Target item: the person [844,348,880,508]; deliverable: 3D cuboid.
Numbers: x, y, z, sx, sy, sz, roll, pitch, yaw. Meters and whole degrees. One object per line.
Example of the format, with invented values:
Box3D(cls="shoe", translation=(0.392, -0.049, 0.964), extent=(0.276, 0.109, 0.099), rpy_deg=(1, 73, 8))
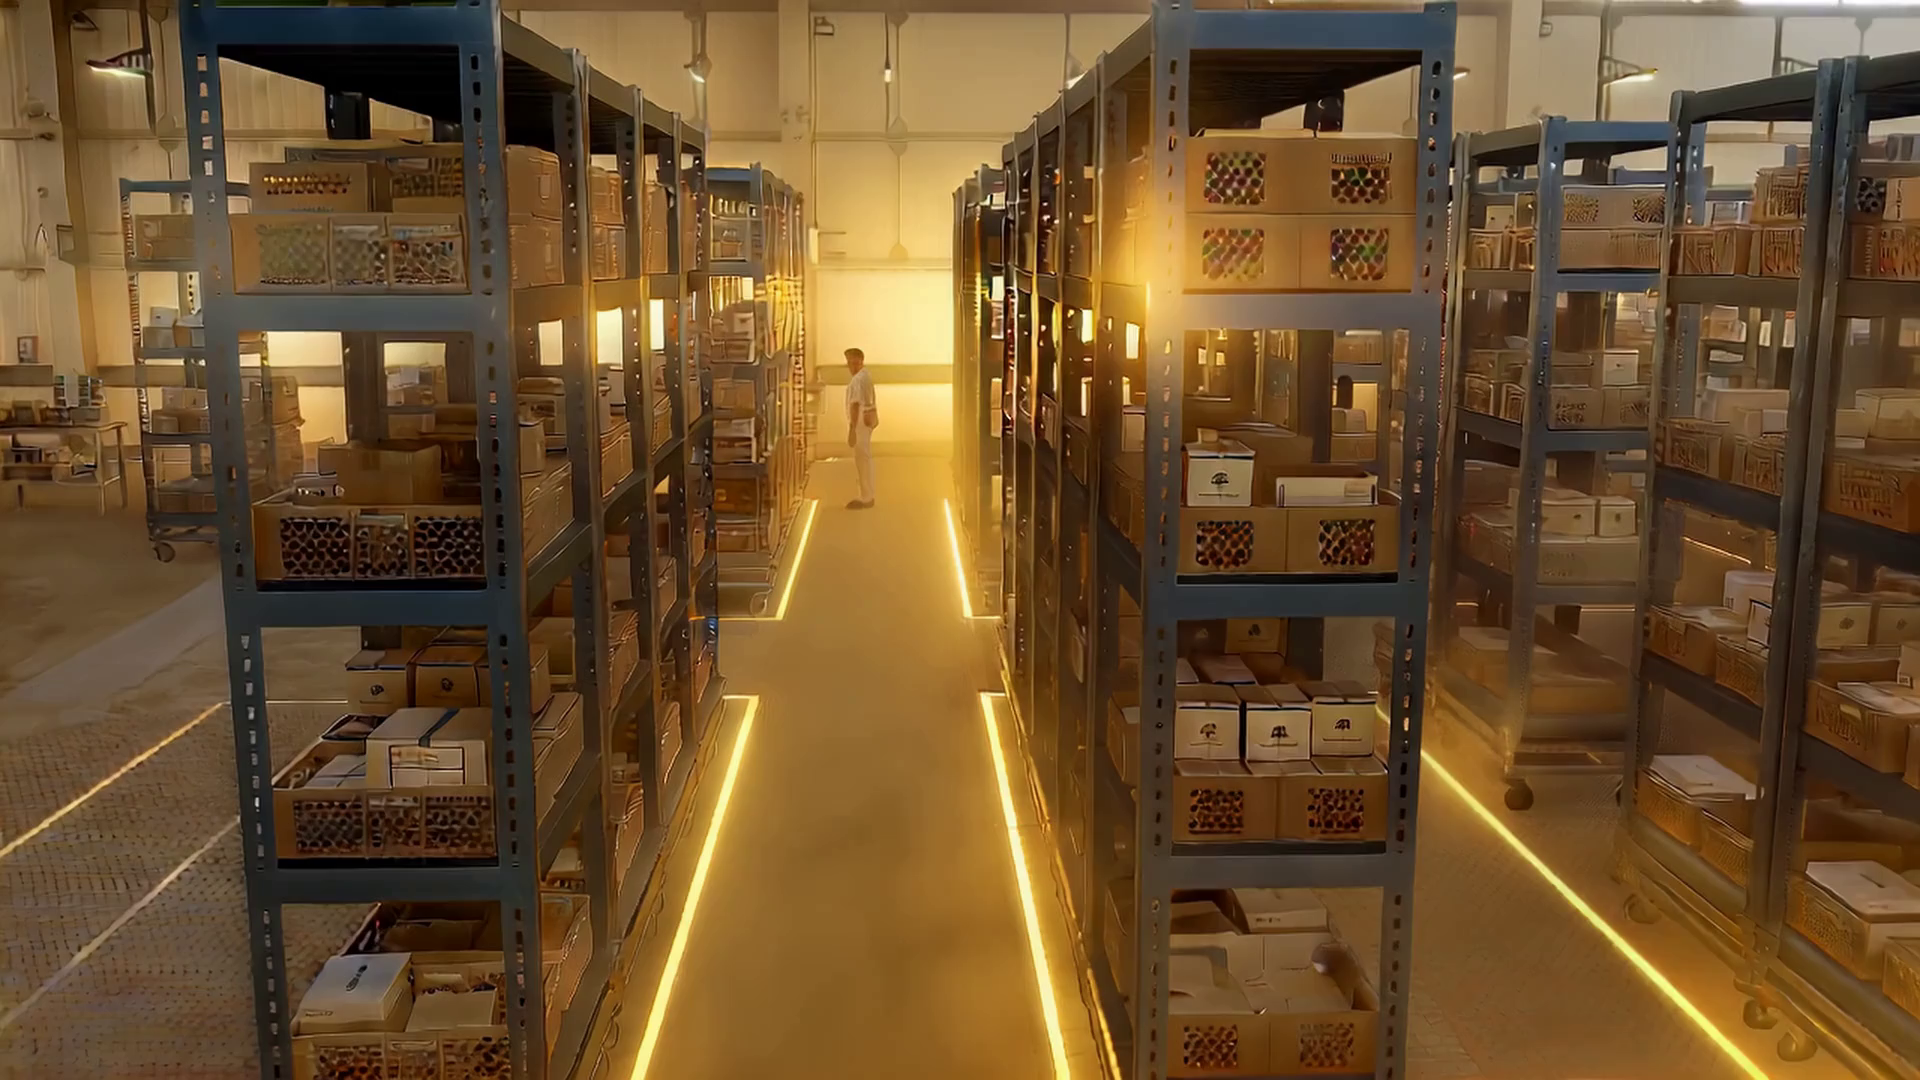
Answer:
Box3D(cls="person", translation=(-1.121, -1.275, 19.041), extent=(0.389, 1.837, 0.560), rpy_deg=(2, 10, 9))
